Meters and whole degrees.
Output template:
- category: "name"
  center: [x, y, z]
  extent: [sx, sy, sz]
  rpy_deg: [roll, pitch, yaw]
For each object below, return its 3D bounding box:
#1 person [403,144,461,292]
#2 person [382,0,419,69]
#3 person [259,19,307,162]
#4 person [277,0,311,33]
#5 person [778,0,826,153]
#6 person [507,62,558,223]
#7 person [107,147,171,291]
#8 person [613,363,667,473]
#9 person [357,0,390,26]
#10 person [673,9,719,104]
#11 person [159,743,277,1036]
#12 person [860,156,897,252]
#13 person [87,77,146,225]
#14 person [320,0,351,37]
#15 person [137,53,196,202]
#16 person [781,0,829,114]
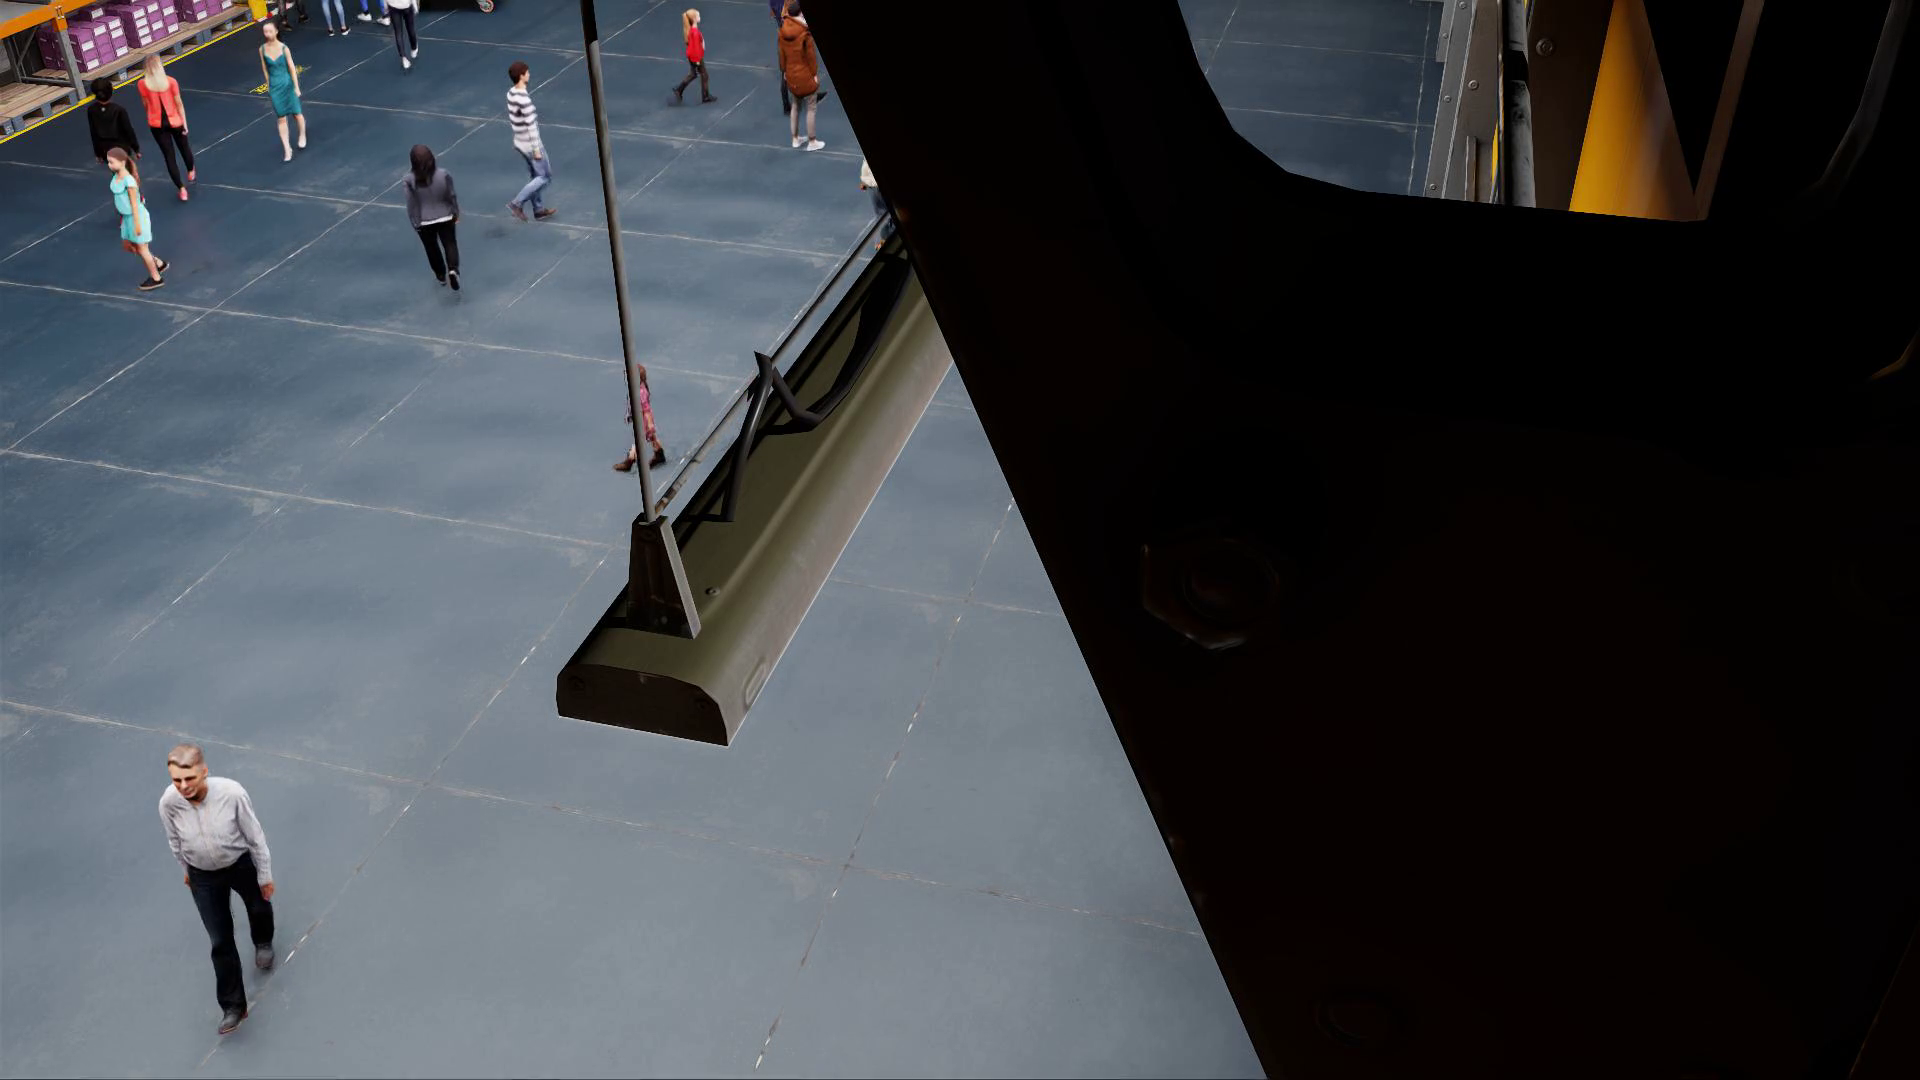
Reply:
- category: "person"
  center: [-5.478, -3.344, 17.351]
  extent: [0.919, 1.583, 0.999]
  rpy_deg: [-13, 36, -19]
- category: "person"
  center: [-7.941, -7.504, 23.544]
  extent: [0.967, 1.655, 1.212]
  rpy_deg: [-6, 34, -9]
- category: "person"
  center: [-8.395, -5.631, 20.721]
  extent: [0.752, 1.661, 0.945]
  rpy_deg: [-2, 34, -3]
- category: "person"
  center: [-10.199, -8.480, 24.995]
  extent: [0.763, 1.674, 1.145]
  rpy_deg: [2, 34, 3]
- category: "person"
  center: [-1.990, -5.797, 20.811]
  extent: [0.812, 1.839, 0.824]
  rpy_deg: [22, 39, 29]
- category: "person"
  center: [-4.946, -4.444, 18.778]
  extent: [0.989, 1.834, 0.923]
  rpy_deg: [-19, 38, -27]
- category: "person"
  center: [-8.594, -3.392, 17.453]
  extent: [0.742, 1.550, 0.685]
  rpy_deg: [-26, 41, -33]
- category: "person"
  center: [-2.720, -1.078, 14.467]
  extent: [0.754, 1.002, 0.686]
  rpy_deg: [-19, 38, -26]
- category: "person"
  center: [-8.977, -8.702, 25.273]
  extent: [0.905, 1.738, 0.895]
  rpy_deg: [24, 40, 32]
- category: "person"
  center: [-3.609, -6.496, 22.376]
  extent: [0.841, 1.270, 0.815]
  rpy_deg: [-13, 36, -19]
- category: "person"
  center: [-4.146, 1.798, 9.434]
  extent: [1.018, 1.783, 1.222]
  rpy_deg: [-7, 34, -11]
- category: "person"
  center: [-0.789, -3.897, 18.102]
  extent: [0.806, 1.673, 0.719]
  rpy_deg: [29, 43, 36]
- category: "person"
  center: [-9.584, -4.351, 18.814]
  extent: [0.781, 1.639, 1.041]
  rpy_deg: [-1, 34, -1]
- category: "person"
  center: [-9.506, -8.423, 24.890]
  extent: [0.746, 1.695, 0.759]
  rpy_deg: [-6, 34, -9]
- category: "person"
  center: [-9.281, -4.799, 19.481]
  extent: [1.011, 1.648, 1.137]
  rpy_deg: [-14, 36, -20]
- category: "person"
  center: [-2.248, -6.451, 21.962]
  extent: [0.847, 1.653, 1.062]
  rpy_deg: [23, 40, 31]
